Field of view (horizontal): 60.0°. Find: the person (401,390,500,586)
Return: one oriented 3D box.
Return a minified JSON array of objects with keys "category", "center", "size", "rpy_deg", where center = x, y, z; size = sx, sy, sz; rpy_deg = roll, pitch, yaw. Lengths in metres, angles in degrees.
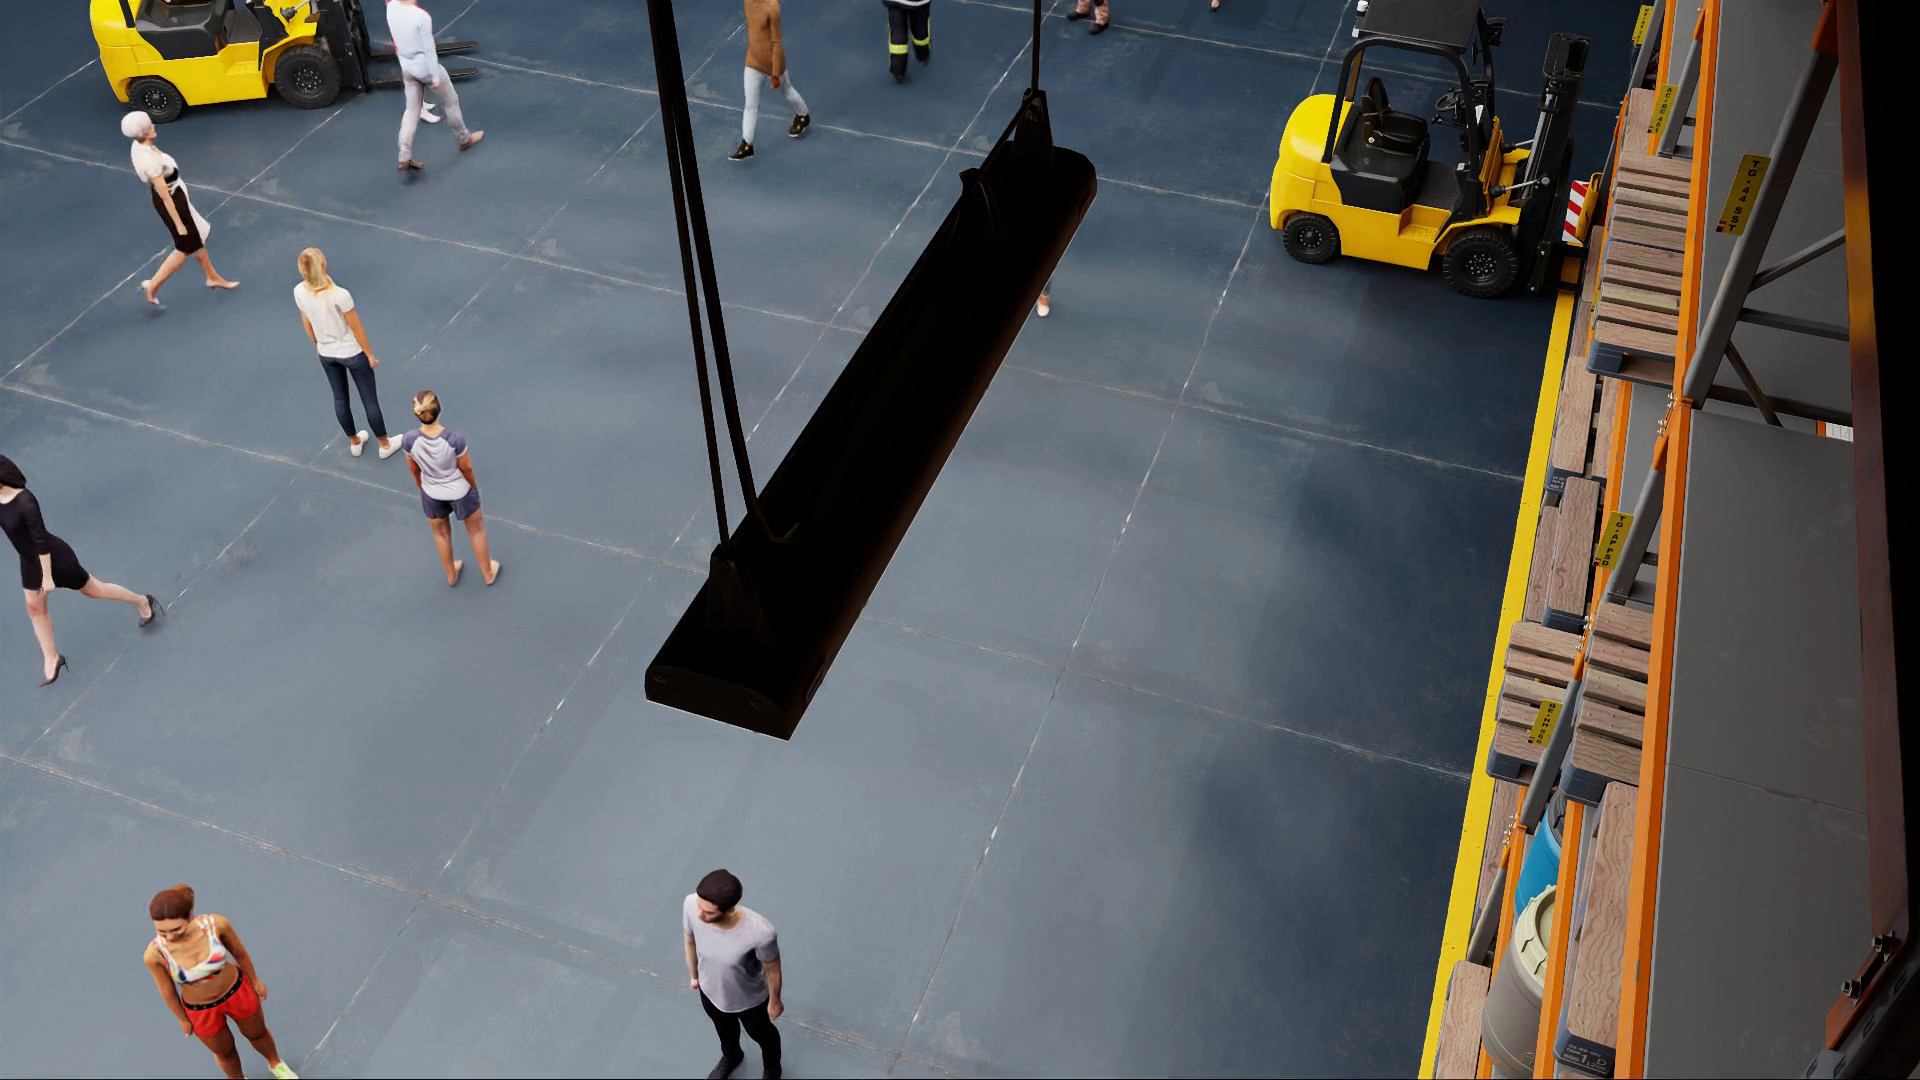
[{"category":"person","center":[-3.437,-0.327,11.157],"size":[0.631,1.620,0.642],"rpy_deg":[-6,44,-6]}]

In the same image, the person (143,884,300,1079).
[{"category":"person","center":[-3.696,2.284,8.294],"size":[0.621,1.789,0.713],"rpy_deg":[-27,50,-26]}]

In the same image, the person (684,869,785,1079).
[{"category":"person","center":[-1.113,2.221,8.306],"size":[0.660,1.864,0.536],"rpy_deg":[15,46,15]}]

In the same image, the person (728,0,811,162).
[{"category":"person","center":[-1.713,-4.445,15.376],"size":[0.909,1.763,1.332],"rpy_deg":[26,50,25]}]

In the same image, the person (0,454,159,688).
[{"category":"person","center":[-5.692,0.112,10.597],"size":[0.770,1.757,1.174],"rpy_deg":[26,49,24]}]

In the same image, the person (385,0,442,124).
[{"category":"person","center":[-5.275,-4.841,15.746],"size":[0.712,1.825,0.648],"rpy_deg":[-17,46,-17]}]

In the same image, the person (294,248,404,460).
[{"category":"person","center":[-4.487,-1.343,12.088],"size":[0.635,1.808,0.554],"rpy_deg":[7,44,8]}]

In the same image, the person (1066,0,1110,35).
[{"category":"person","center":[1.363,-6.181,17.148],"size":[0.782,1.832,0.791],"rpy_deg":[-31,52,-28]}]

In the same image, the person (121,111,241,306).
[{"category":"person","center":[-6.485,-2.645,13.507],"size":[1.104,1.735,0.988],"rpy_deg":[-23,48,-23]}]

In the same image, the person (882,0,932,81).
[{"category":"person","center":[-0.555,-5.481,16.325],"size":[0.912,1.953,1.131],"rpy_deg":[7,44,7]}]

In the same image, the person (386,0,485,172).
[{"category":"person","center":[-4.941,-4.197,15.050],"size":[0.778,1.854,1.264],"rpy_deg":[20,47,20]}]
